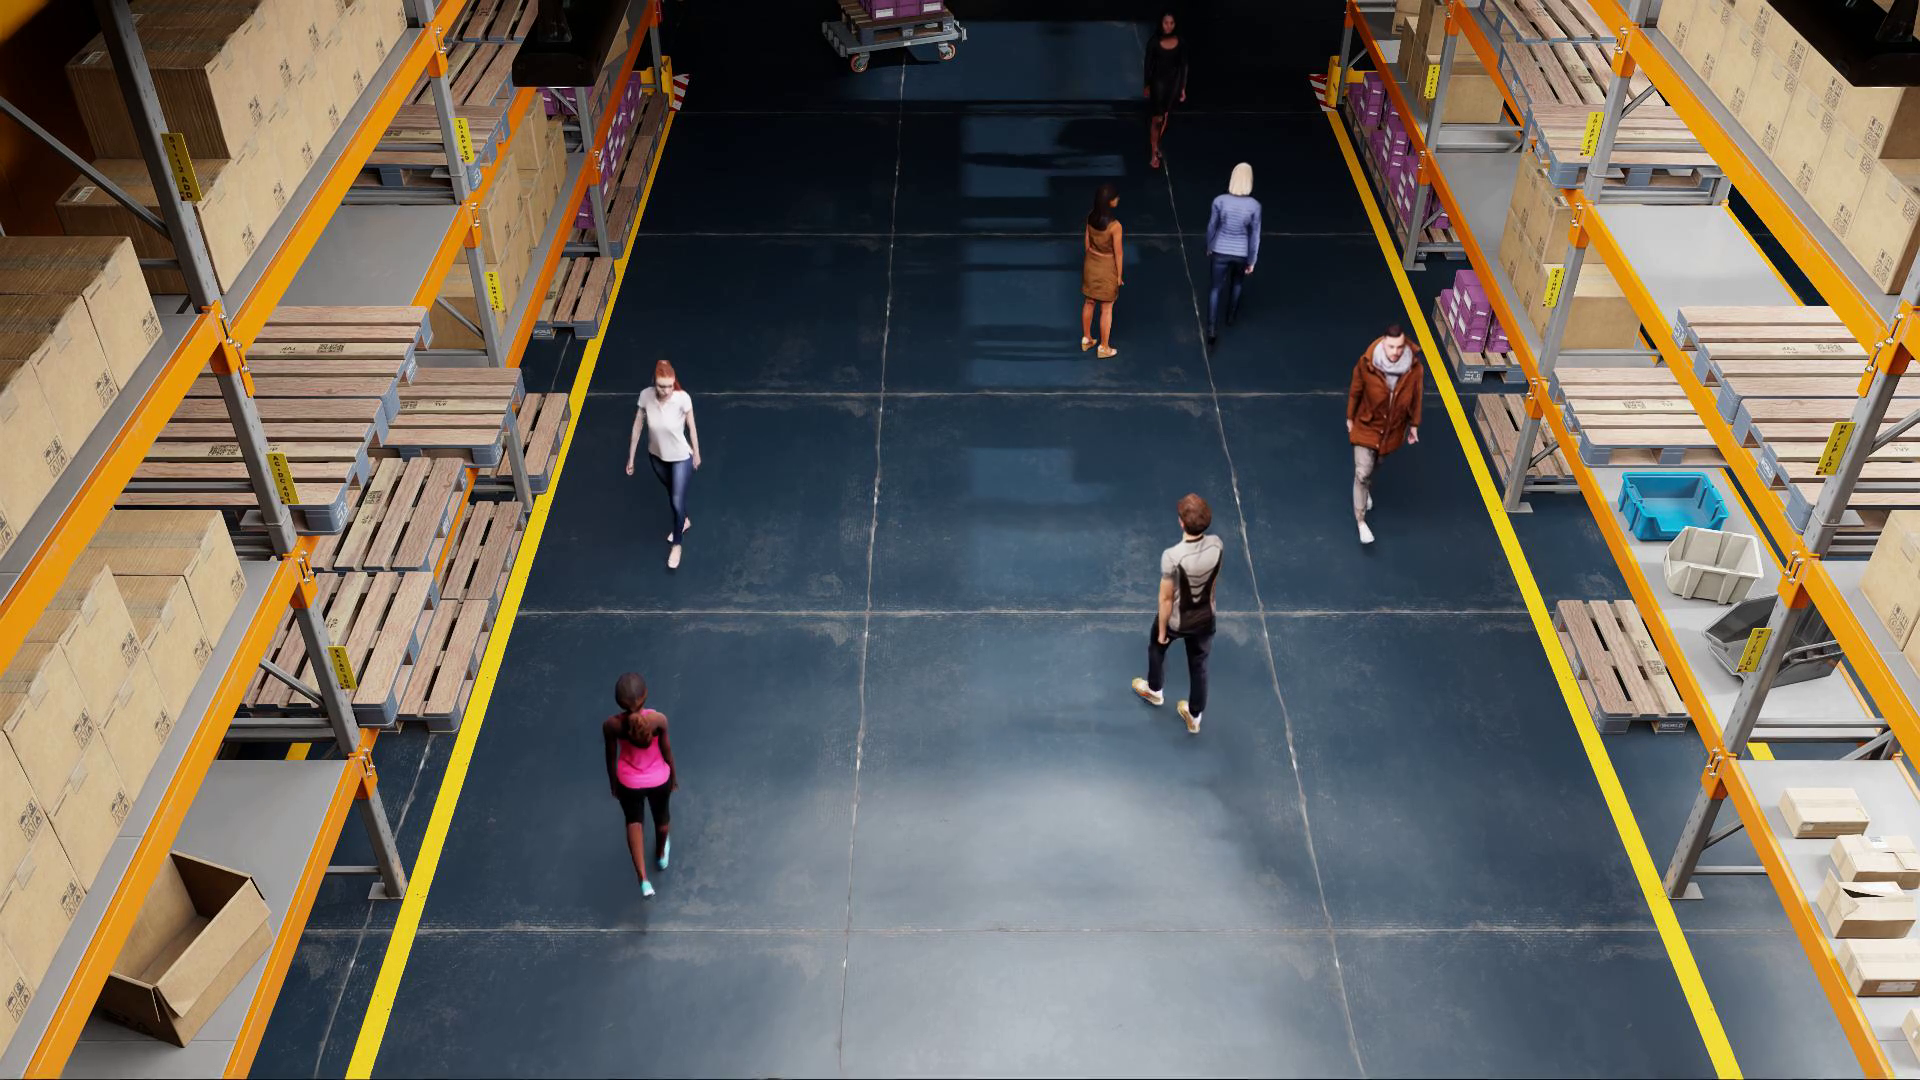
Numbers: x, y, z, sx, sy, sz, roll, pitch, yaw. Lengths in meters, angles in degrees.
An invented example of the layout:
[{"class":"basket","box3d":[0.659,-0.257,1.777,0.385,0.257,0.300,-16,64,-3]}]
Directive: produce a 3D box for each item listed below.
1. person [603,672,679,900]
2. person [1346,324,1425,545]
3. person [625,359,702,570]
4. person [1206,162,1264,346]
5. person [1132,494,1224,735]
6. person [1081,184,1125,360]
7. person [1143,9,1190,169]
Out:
[{"class":"person","box3d":[-1.915,1.521,10.082,0.636,1.709,0.935,-5,39,-6]},{"class":"person","box3d":[3.283,-0.930,13.087,0.773,1.788,1.123,-4,39,-5]},{"class":"person","box3d":[-2.189,-0.691,12.847,0.798,1.716,0.942,14,41,17]},{"class":"person","box3d":[2.464,-2.595,15.226,0.781,1.720,1.118,7,39,9]},{"class":"person","box3d":[1.577,0.560,11.154,0.816,1.872,0.932,-11,40,-13]},{"class":"person","box3d":[1.282,-2.433,15.051,0.703,1.686,0.638,-31,48,-33]},{"class":"person","box3d":[2.226,-5.013,18.271,0.681,1.700,0.830,-6,39,-8]}]
